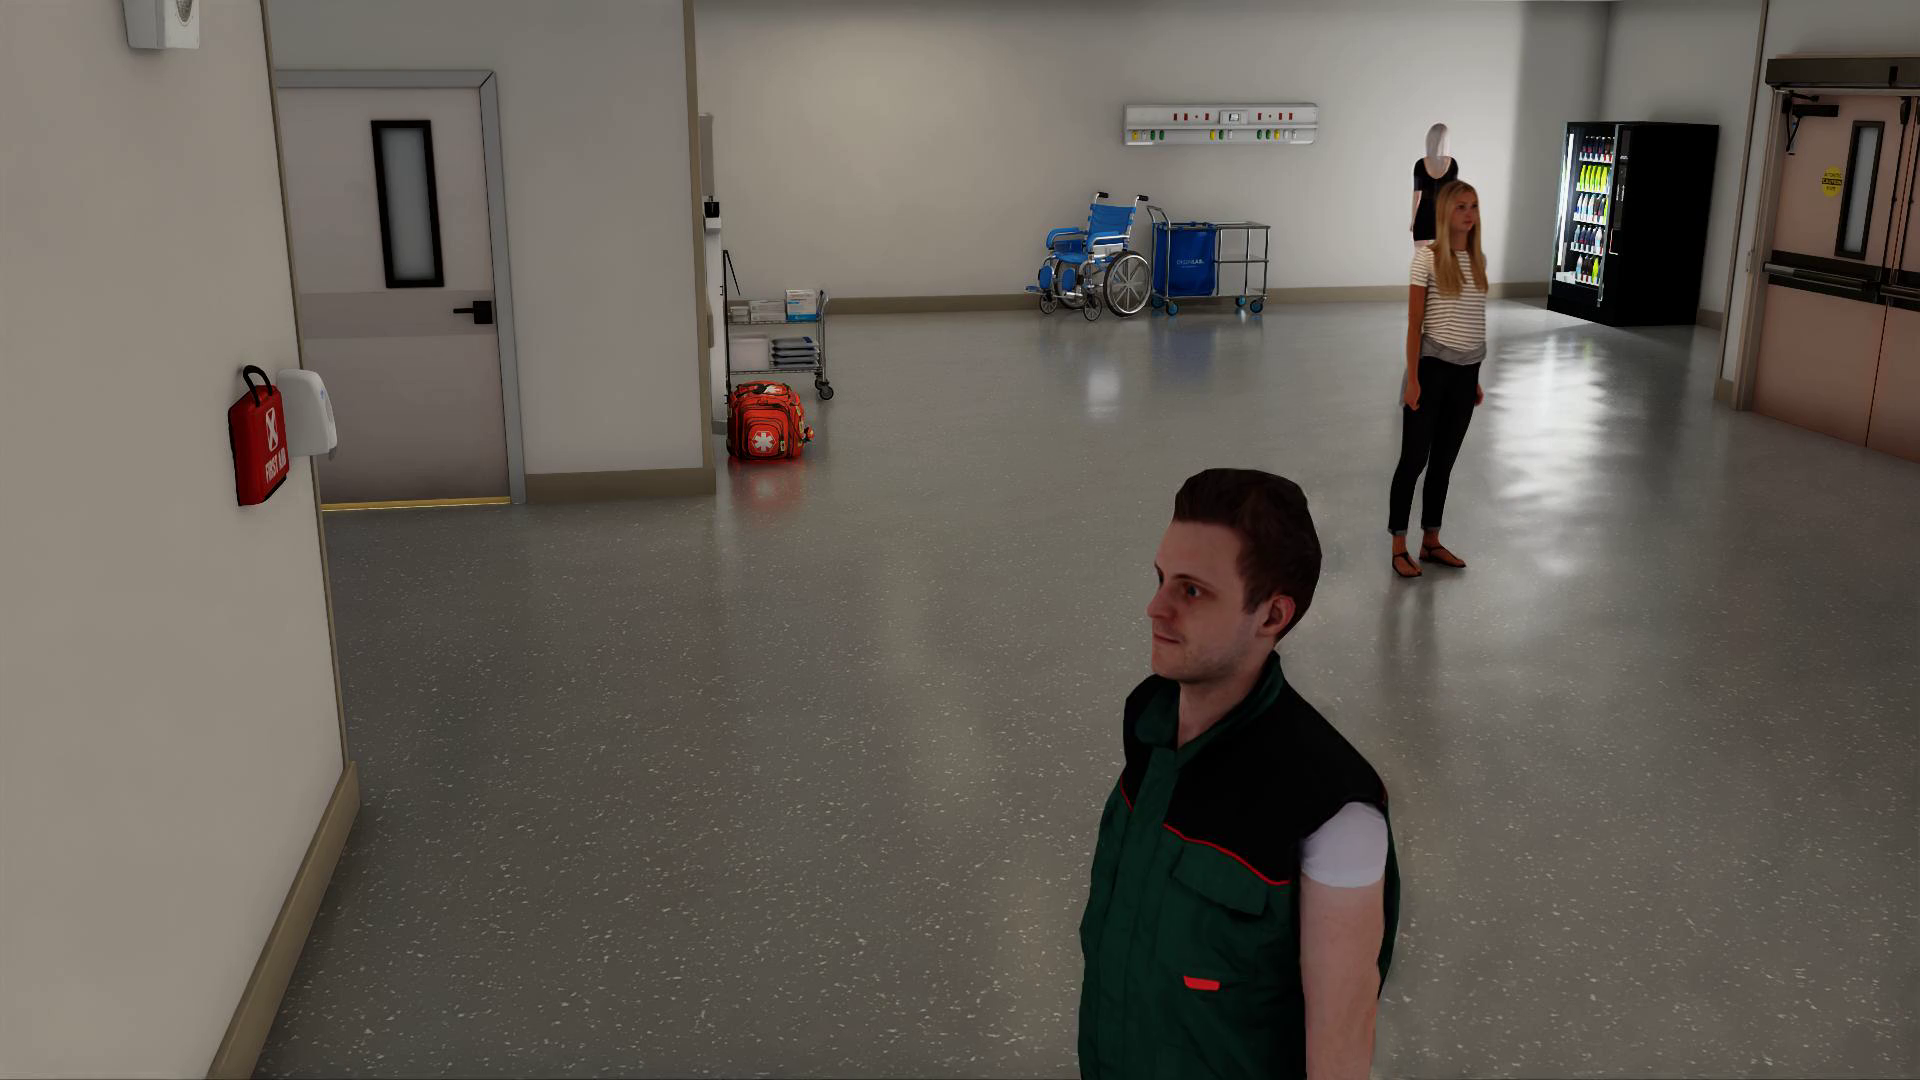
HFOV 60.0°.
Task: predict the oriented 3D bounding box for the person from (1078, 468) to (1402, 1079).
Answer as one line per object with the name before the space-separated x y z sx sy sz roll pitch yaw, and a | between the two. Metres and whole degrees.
person | 0.385 0.799 2.279 0.874 1.820 1.001 -7 17 -24

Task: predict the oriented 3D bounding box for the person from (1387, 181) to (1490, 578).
person | 2.242 -0.751 7.776 0.671 1.825 0.632 -8 18 -27

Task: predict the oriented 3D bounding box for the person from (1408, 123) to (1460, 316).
person | 4.527 -3.052 15.930 0.610 1.830 0.550 0 16 0
